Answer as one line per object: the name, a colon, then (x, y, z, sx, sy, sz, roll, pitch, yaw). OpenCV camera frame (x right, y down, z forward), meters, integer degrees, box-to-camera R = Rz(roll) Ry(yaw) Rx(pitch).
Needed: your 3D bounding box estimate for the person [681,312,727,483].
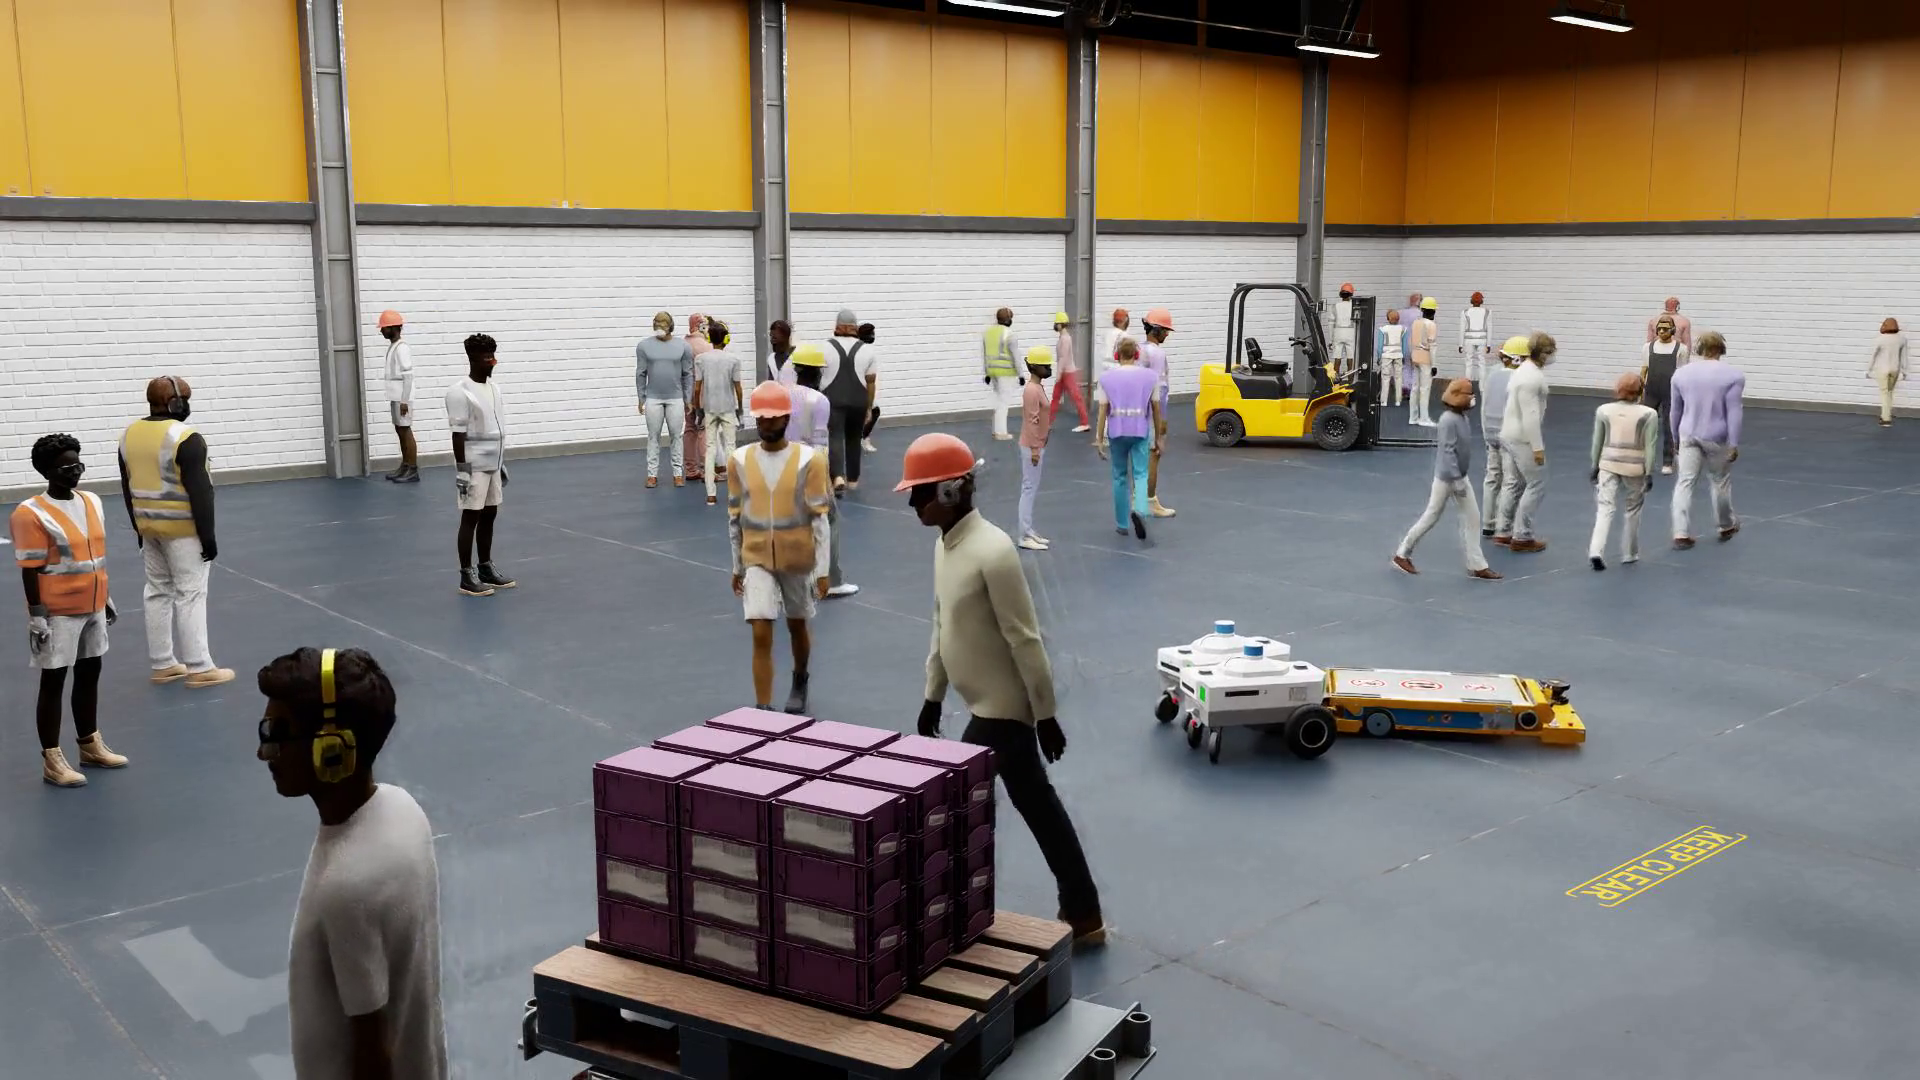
person: (-2.903, -1.597, 18.682, 0.411, 1.908, 0.643, -10, 14, -44)

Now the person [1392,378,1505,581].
person: (3.845, -0.487, 13.101, 0.853, 1.592, 0.500, 8, 12, 38)

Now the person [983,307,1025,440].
person: (0.646, -2.288, 22.960, 0.550, 1.826, 0.642, -7, 12, -36)

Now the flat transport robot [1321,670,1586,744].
flat transport robot: (2.573, 0.878, 8.972, 1.431, 0.197, 0.652, 2, 10, 11)

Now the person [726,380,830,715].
person: (-0.962, 0.086, 8.882, 0.556, 1.895, 0.972, 0, 10, 3)

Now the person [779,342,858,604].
person: (-1.078, -0.496, 12.250, 0.597, 1.906, 0.745, 7, 12, 36)

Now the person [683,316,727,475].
person: (-2.944, -1.675, 19.331, 0.632, 1.837, 0.521, 5, 11, 29)

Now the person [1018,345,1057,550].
person: (0.673, -0.804, 14.451, 0.328, 1.767, 0.532, 1, 10, 6)

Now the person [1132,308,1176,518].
person: (1.887, -1.236, 16.197, 0.387, 2.034, 0.605, -3, 10, -18)

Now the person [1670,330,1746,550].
person: (6.549, -0.883, 14.557, 0.633, 1.882, 1.024, 9, 13, 42)

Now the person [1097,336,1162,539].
person: (1.523, -0.910, 14.910, 0.597, 1.820, 0.693, 0, 10, -1)

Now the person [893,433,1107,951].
person: (0.063, 0.578, 5.937, 1.062, 1.906, 0.628, -2, 10, -11)

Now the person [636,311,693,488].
person: (-3.236, -1.537, 18.255, 0.627, 1.934, 0.370, -1, 10, -7)

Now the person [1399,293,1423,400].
person: (7.985, -3.391, 29.213, 0.431, 1.891, 0.674, -4, 10, -20)

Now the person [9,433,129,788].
person: (-4.293, 0.327, 8.029, 0.316, 1.695, 0.542, 2, 10, 13)

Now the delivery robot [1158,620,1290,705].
delivery robot: (1.431, 0.681, 9.024, 0.707, 0.478, 0.477, -5, 11, -26)

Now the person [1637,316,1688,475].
person: (8.145, -1.676, 19.323, 0.513, 1.845, 0.335, 6, 12, 33)

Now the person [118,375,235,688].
person: (-4.618, -0.049, 9.812, 0.634, 1.839, 0.429, 4, 11, 25)

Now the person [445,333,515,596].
person: (-3.602, -0.573, 12.518, 0.365, 1.962, 0.614, 3, 10, 15)

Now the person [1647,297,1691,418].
person: (11.048, -2.830, 25.907, 0.651, 1.904, 0.403, 8, 13, 39)

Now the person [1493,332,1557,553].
person: (4.837, -0.824, 14.190, 0.461, 1.903, 0.642, 3, 10, 15)

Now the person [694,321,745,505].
person: (-2.455, -1.289, 16.987, 0.516, 1.871, 0.325, 1, 10, 7)

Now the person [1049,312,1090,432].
person: (1.465, -2.404, 23.903, 0.885, 1.722, 0.548, 0, 10, -3)

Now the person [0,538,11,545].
person: (-8.857, -0.776, 14.485, 0.876, 1.703, 0.491, 0, 10, -1)

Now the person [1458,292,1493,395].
person: (9.380, -3.567, 30.285, 0.575, 1.882, 0.362, 2, 10, 12)

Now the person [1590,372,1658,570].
person: (5.365, -0.564, 13.506, 0.523, 1.606, 0.808, 7, 12, 35)

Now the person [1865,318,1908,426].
person: (13.905, -2.533, 25.013, 0.519, 1.603, 0.721, 1, 10, 4)

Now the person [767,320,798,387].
person: (-1.748, -1.272, 16.830, 0.681, 1.888, 0.647, -9, 13, -42)

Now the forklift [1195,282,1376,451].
forklift: (4.328, -2.346, 22.227, 2.313, 2.155, 1.214, 3, 10, 16)

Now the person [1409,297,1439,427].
person: (6.932, -2.654, 24.807, 0.371, 1.927, 0.588, -3, 10, -19)

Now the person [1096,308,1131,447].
person: (2.013, -2.153, 22.129, 0.555, 1.846, 0.584, -4, 10, -21)

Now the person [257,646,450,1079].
person: (-1.065, 1.086, 3.164, 0.871, 1.839, 0.519, -1, 10, -7)

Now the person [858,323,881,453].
person: (-1.200, -1.941, 21.368, 0.440, 1.680, 0.540, -1, 10, -8)

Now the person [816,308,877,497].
person: (-1.222, -1.492, 17.675, 0.683, 2.000, 1.010, -2, 10, -11)

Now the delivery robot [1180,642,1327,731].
delivery robot: (1.497, 0.766, 8.523, 0.707, 0.478, 0.477, -2, 10, -12)

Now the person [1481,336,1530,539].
person: (4.874, -0.887, 14.750, 0.403, 1.828, 0.594, -3, 10, -19)

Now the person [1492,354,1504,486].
person: (6.025, -1.384, 18.260, 0.342, 1.616, 0.511, -5, 11, -26)

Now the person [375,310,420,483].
person: (-6.307, -1.602, 18.628, 0.378, 1.932, 0.551, -6, 11, -30)

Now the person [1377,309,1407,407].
person: (7.259, -3.051, 27.966, 0.514, 1.645, 0.307, -1, 10, -6)

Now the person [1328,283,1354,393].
person: (7.039, -3.668, 30.410, 0.613, 2.043, 0.374, 4, 10, 20)
